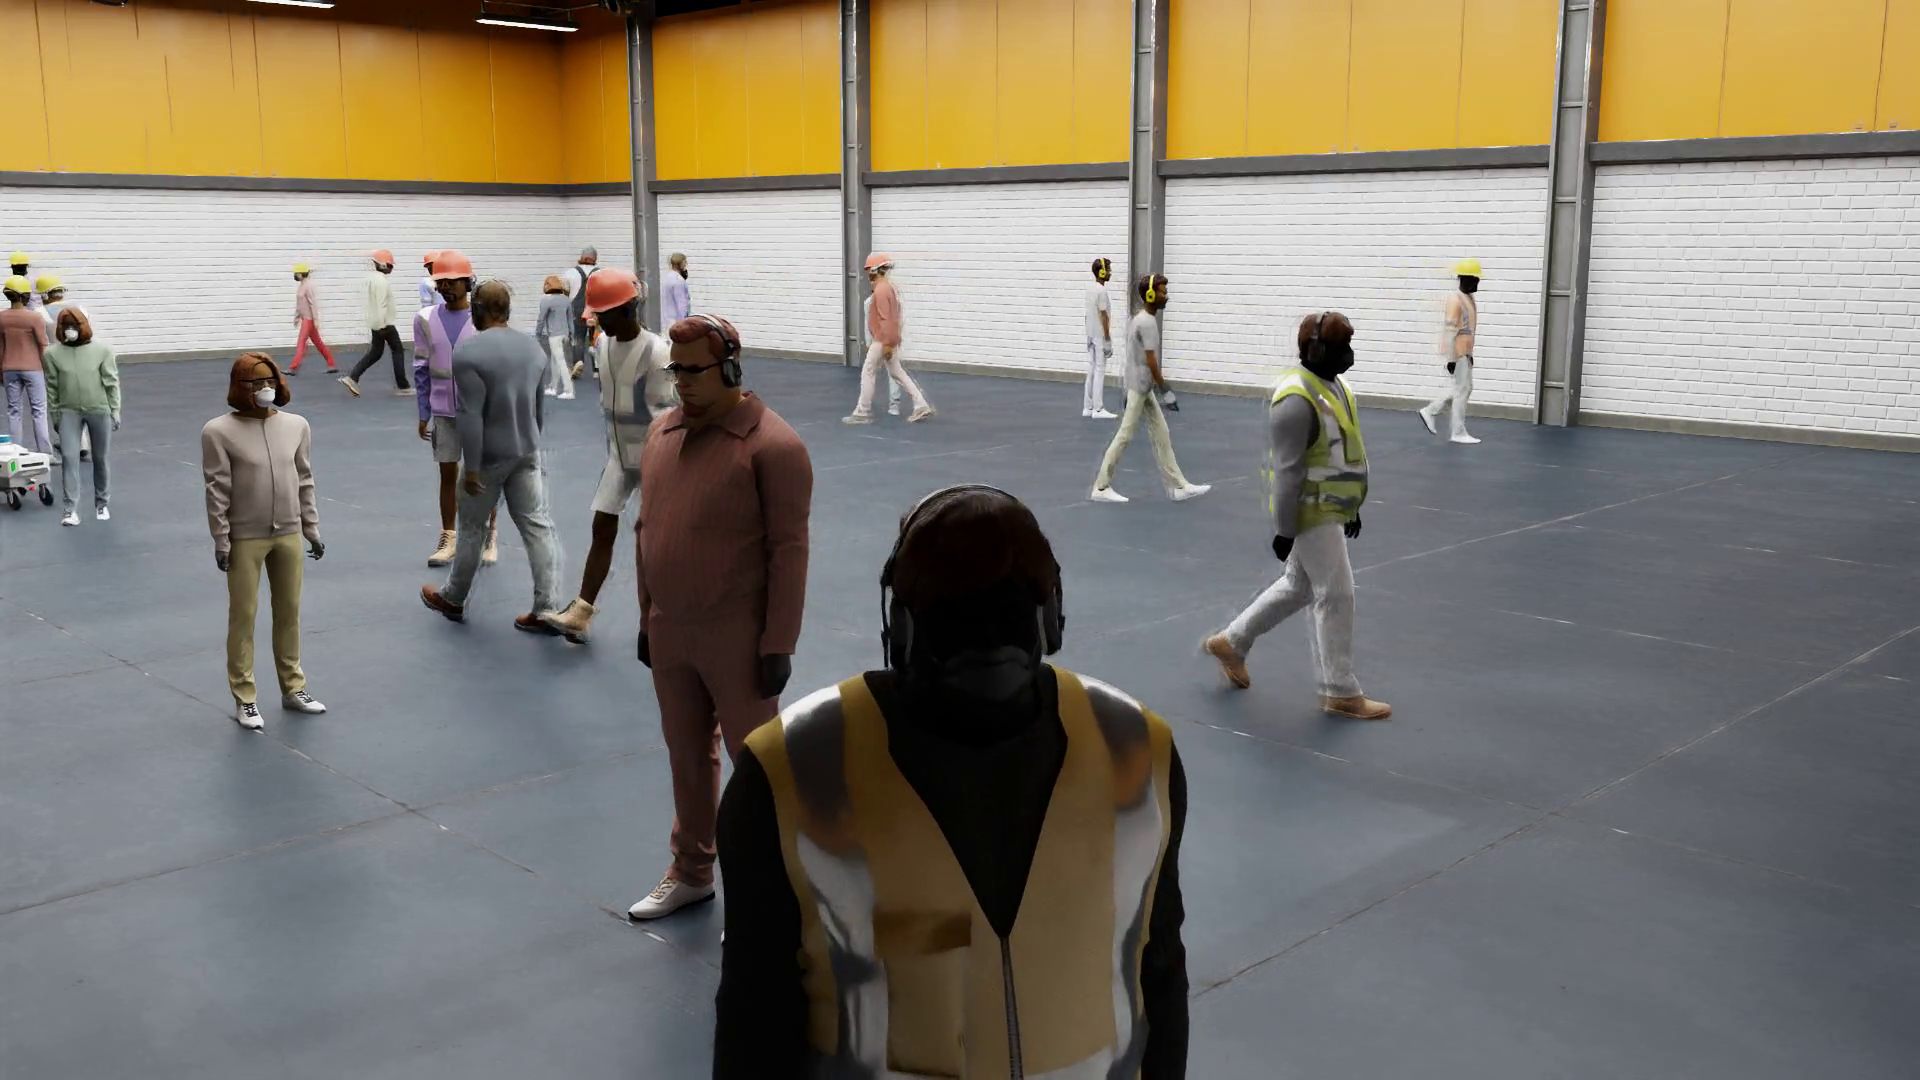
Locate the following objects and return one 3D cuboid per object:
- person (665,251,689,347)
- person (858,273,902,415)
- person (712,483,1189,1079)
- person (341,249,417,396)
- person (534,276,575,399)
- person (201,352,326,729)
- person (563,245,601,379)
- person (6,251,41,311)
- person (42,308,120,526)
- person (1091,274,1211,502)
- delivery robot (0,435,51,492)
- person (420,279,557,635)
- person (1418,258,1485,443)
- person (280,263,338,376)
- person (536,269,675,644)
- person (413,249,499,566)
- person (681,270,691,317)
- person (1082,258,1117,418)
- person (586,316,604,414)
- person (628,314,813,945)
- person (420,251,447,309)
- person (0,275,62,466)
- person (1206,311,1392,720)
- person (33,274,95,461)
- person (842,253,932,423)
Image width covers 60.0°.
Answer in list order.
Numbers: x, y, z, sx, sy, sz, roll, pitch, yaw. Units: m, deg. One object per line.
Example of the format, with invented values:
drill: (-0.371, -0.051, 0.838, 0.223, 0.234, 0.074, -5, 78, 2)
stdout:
person: (-4.051, -3.118, 23.520, 0.904, 1.911, 0.641, -3, 11, -17)
person: (-0.951, -2.375, 20.017, 0.505, 1.701, 0.874, -4, 11, -23)
person: (0.007, 0.837, 2.130, 0.633, 1.841, 0.429, -3, 11, -15)
person: (-7.733, -2.875, 22.053, 0.931, 1.960, 0.605, -7, 12, -33)
person: (-5.362, -2.656, 21.831, 0.735, 1.600, 0.501, 5, 12, 28)
person: (-3.039, -0.007, 7.291, 0.280, 1.634, 0.498, 8, 13, 38)
person: (-5.520, -3.399, 24.679, 0.700, 2.000, 0.855, -2, 11, -11)
person: (-13.168, -3.139, 23.606, 0.538, 1.912, 0.609, -8, 13, -38)
person: (-6.446, -0.893, 12.232, 0.505, 1.598, 0.796, -4, 11, -22)
person: (1.503, -1.190, 13.231, 0.959, 1.822, 0.506, 2, 11, 11)
delivery robot: (-7.549, -0.589, 13.153, 0.707, 0.478, 0.477, 5, 12, 27)
person: (-2.543, -0.453, 9.008, 0.989, 1.889, 0.661, 7, 13, 34)
person: (5.102, -1.952, 17.158, 0.595, 1.906, 0.596, 6, 12, 29)
person: (-10.011, -3.381, 25.472, 0.928, 1.716, 0.545, -7, 13, -35)
person: (-1.754, -0.423, 8.686, 0.691, 1.953, 1.062, 8, 13, 39)
person: (-3.202, -0.831, 10.704, 0.624, 2.043, 0.391, 0, 10, 2)
person: (-4.370, -3.480, 26.058, 0.322, 1.697, 0.531, -5, 11, -24)
person: (1.632, -2.353, 19.486, 0.347, 1.874, 0.586, -4, 11, -19)
person: (-4.152, -2.301, 19.688, 0.535, 1.684, 0.398, -4, 11, -19)
person: (-0.757, 0.270, 5.057, 0.639, 1.903, 0.409, 7, 12, 33)
person: (-6.802, -2.800, 21.717, 0.376, 1.930, 0.542, 9, 14, 41)
person: (-8.621, -1.549, 15.340, 0.523, 1.769, 0.324, 0, 10, 2)
person: (1.535, -0.131, 7.501, 0.863, 1.812, 0.628, 5, 12, 26)
person: (-8.554, -1.641, 15.846, 0.941, 1.771, 0.611, 7, 13, 34)
person: (-0.803, -2.287, 18.911, 1.006, 1.946, 0.630, 1, 10, 5)
